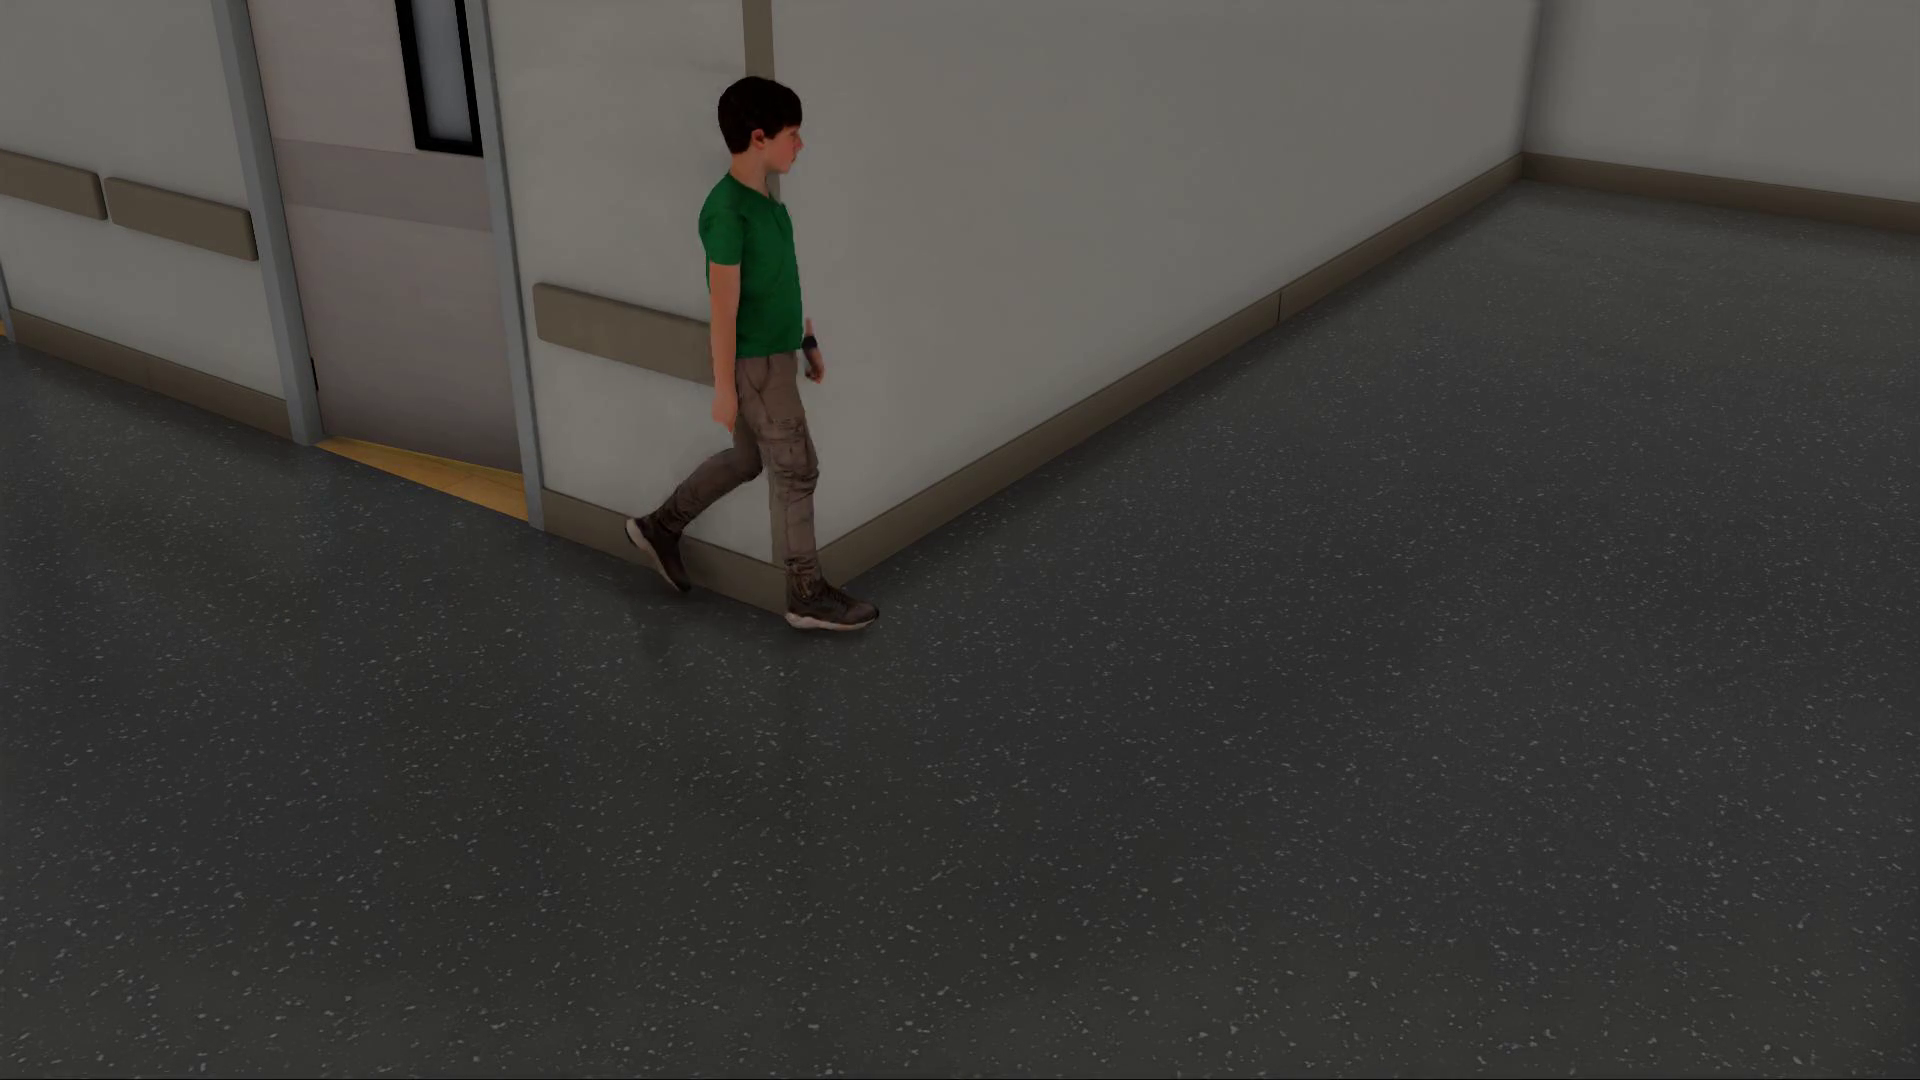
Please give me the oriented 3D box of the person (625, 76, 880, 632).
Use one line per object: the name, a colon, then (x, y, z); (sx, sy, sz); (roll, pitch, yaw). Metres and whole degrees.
person: (-0.679, -0.515, 4.868); (0.914, 1.621, 1.074); (5, 26, 10)
